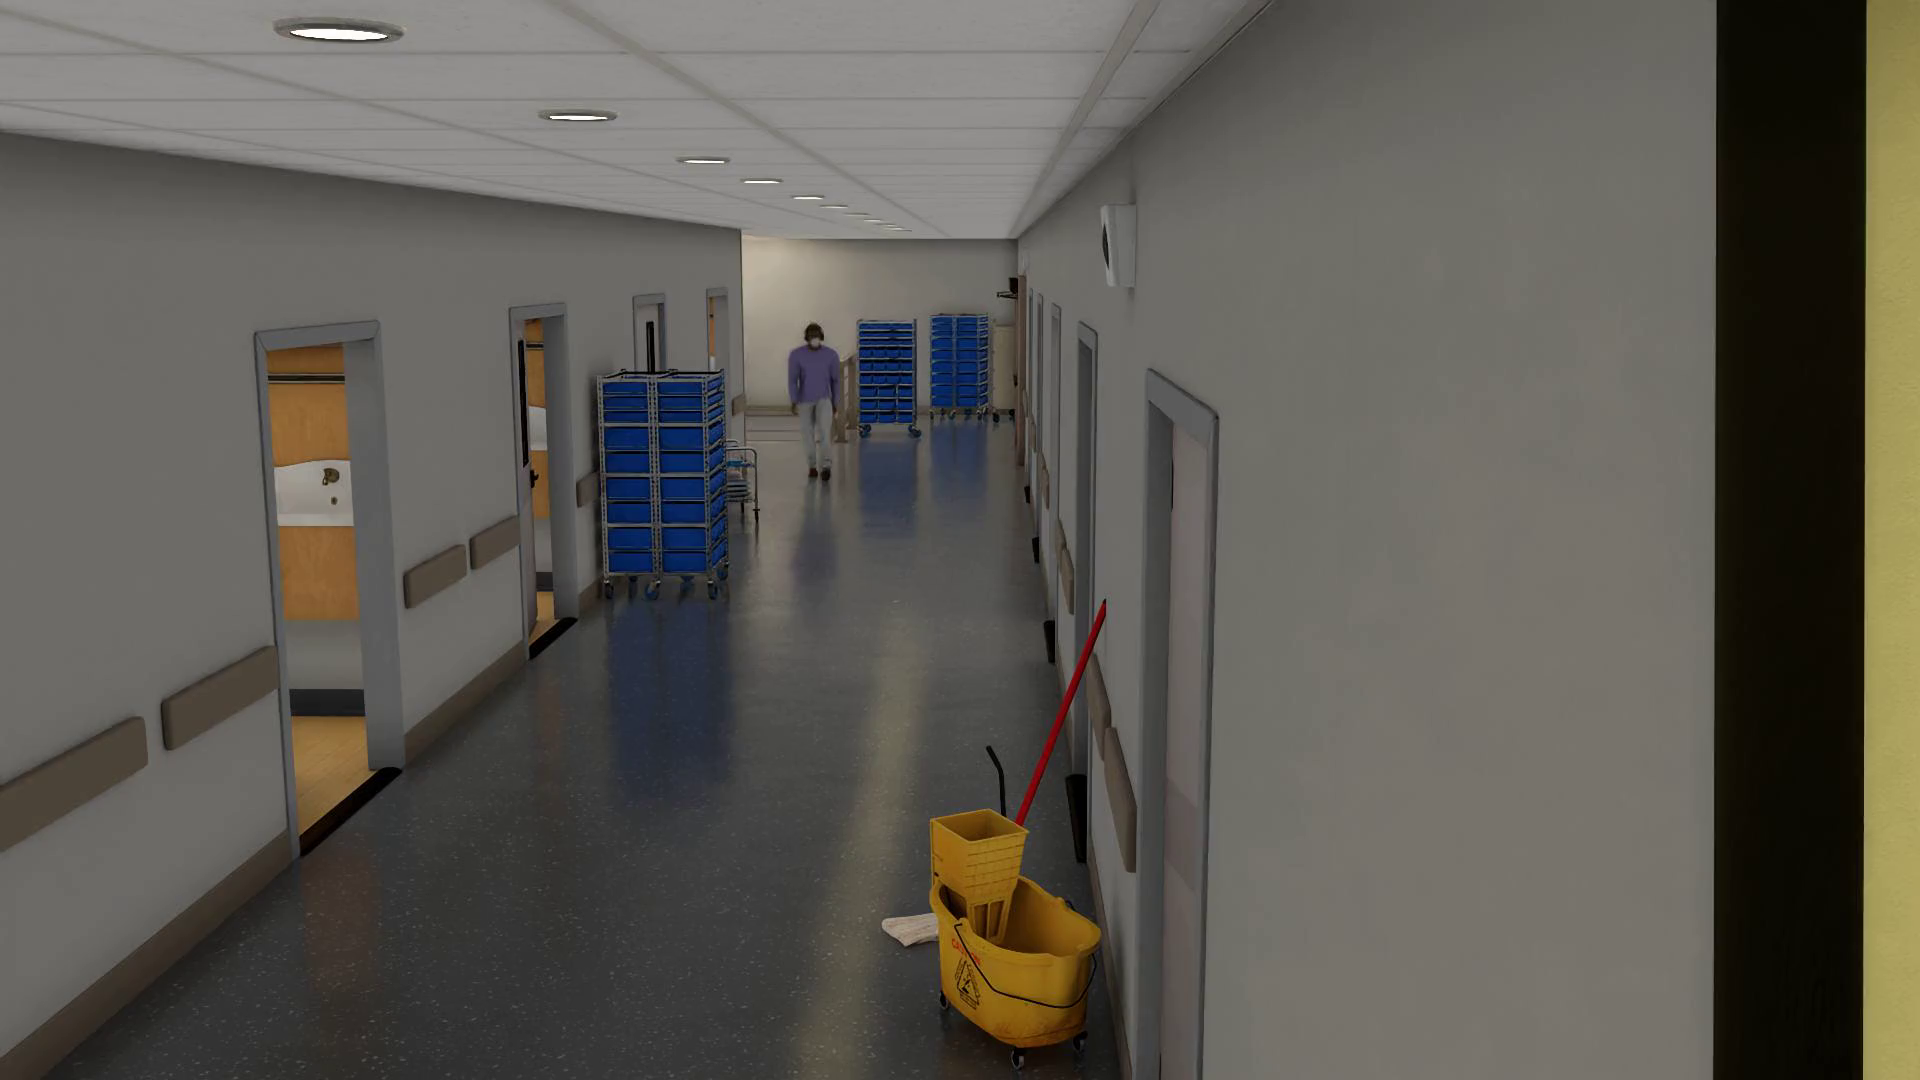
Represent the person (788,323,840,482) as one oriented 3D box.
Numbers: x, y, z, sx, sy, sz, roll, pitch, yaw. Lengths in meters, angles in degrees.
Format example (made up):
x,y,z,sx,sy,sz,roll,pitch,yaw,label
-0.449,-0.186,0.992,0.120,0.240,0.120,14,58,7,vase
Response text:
x,y,z,sx,sy,sz,roll,pitch,yaw,label
-1.749,-1.655,20.031,0.627,1.880,1.013,-1,10,-8,person
